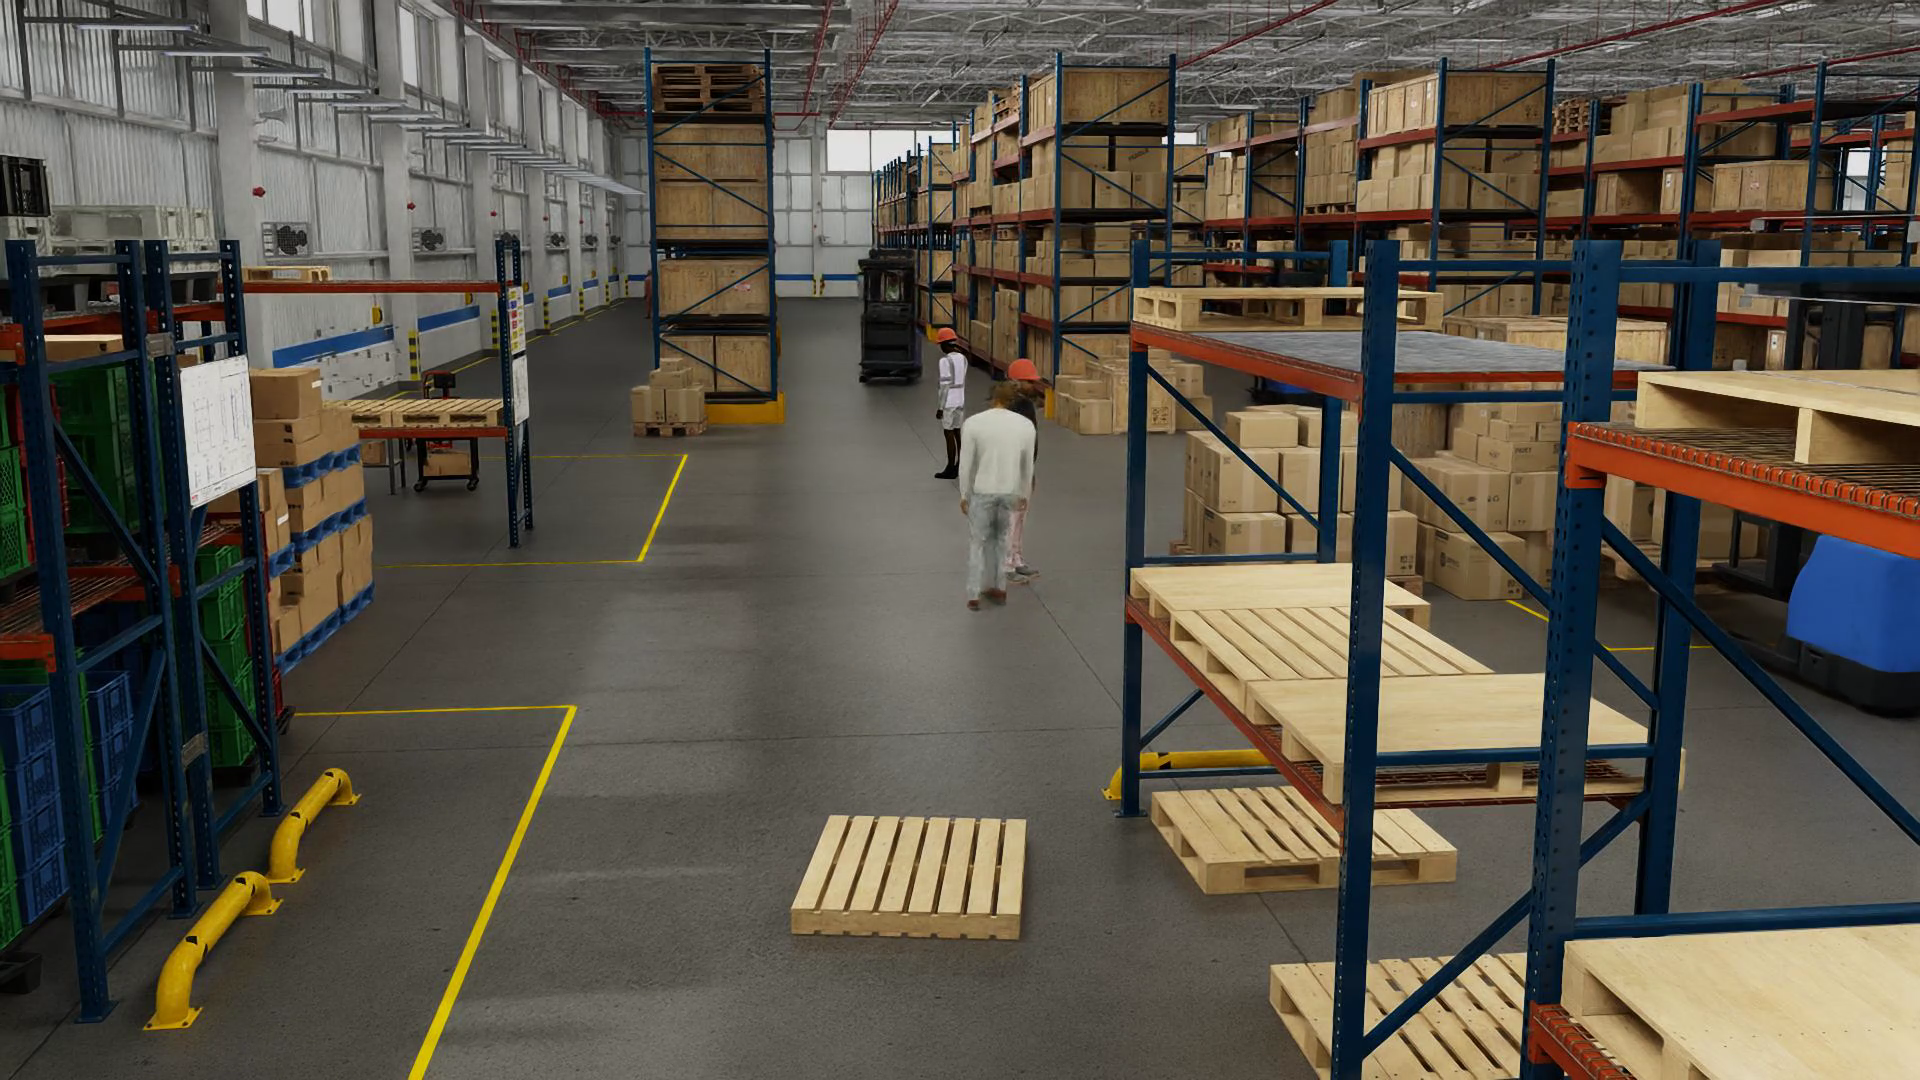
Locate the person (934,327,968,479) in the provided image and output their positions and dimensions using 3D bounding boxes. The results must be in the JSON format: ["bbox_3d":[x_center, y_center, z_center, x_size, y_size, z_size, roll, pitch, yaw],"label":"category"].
[{"bbox_3d":[-0.137,-1.741,21.217,0.373,1.929,0.542,6,12,30],"label":"person"}]

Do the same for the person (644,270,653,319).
[{"bbox_3d":[-11.992,-9.525,64.463,0.401,1.894,0.653,8,13,37],"label":"person"}]

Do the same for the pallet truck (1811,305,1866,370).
[{"bbox_3d":[15.846,-3.142,28.793,1.885,1.965,0.823,2,10,12],"label":"pallet truck"}]

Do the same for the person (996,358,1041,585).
[{"bbox_3d":[0.528,-0.615,14.791,0.392,1.995,0.612,4,11,23],"label":"person"}]

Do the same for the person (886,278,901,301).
[{"bbox_3d":[-2.165,-7.641,54.252,0.615,1.800,0.482,-9,13,-40],"label":"person"}]

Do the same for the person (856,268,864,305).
[{"bbox_3d":[-4.576,-11.791,77.448,0.502,1.725,0.484,4,11,22],"label":"person"}]

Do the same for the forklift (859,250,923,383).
[{"bbox_3d":[-1.449,-4.820,35.642,1.129,2.768,1.873,1,10,8],"label":"forklift"}]

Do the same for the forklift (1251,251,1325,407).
[{"bbox_3d":[6.158,-3.857,30.307,1.129,2.768,1.873,-1,10,-6],"label":"forklift"}]

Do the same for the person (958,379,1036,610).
[{"bbox_3d":[0.301,-0.380,13.782,0.636,1.901,0.504,-2,10,-11],"label":"person"}]

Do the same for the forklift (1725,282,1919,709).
[{"bbox_3d":[6.242,-0.419,11.257,1.129,2.768,1.873,-1,10,-6],"label":"forklift"}]
